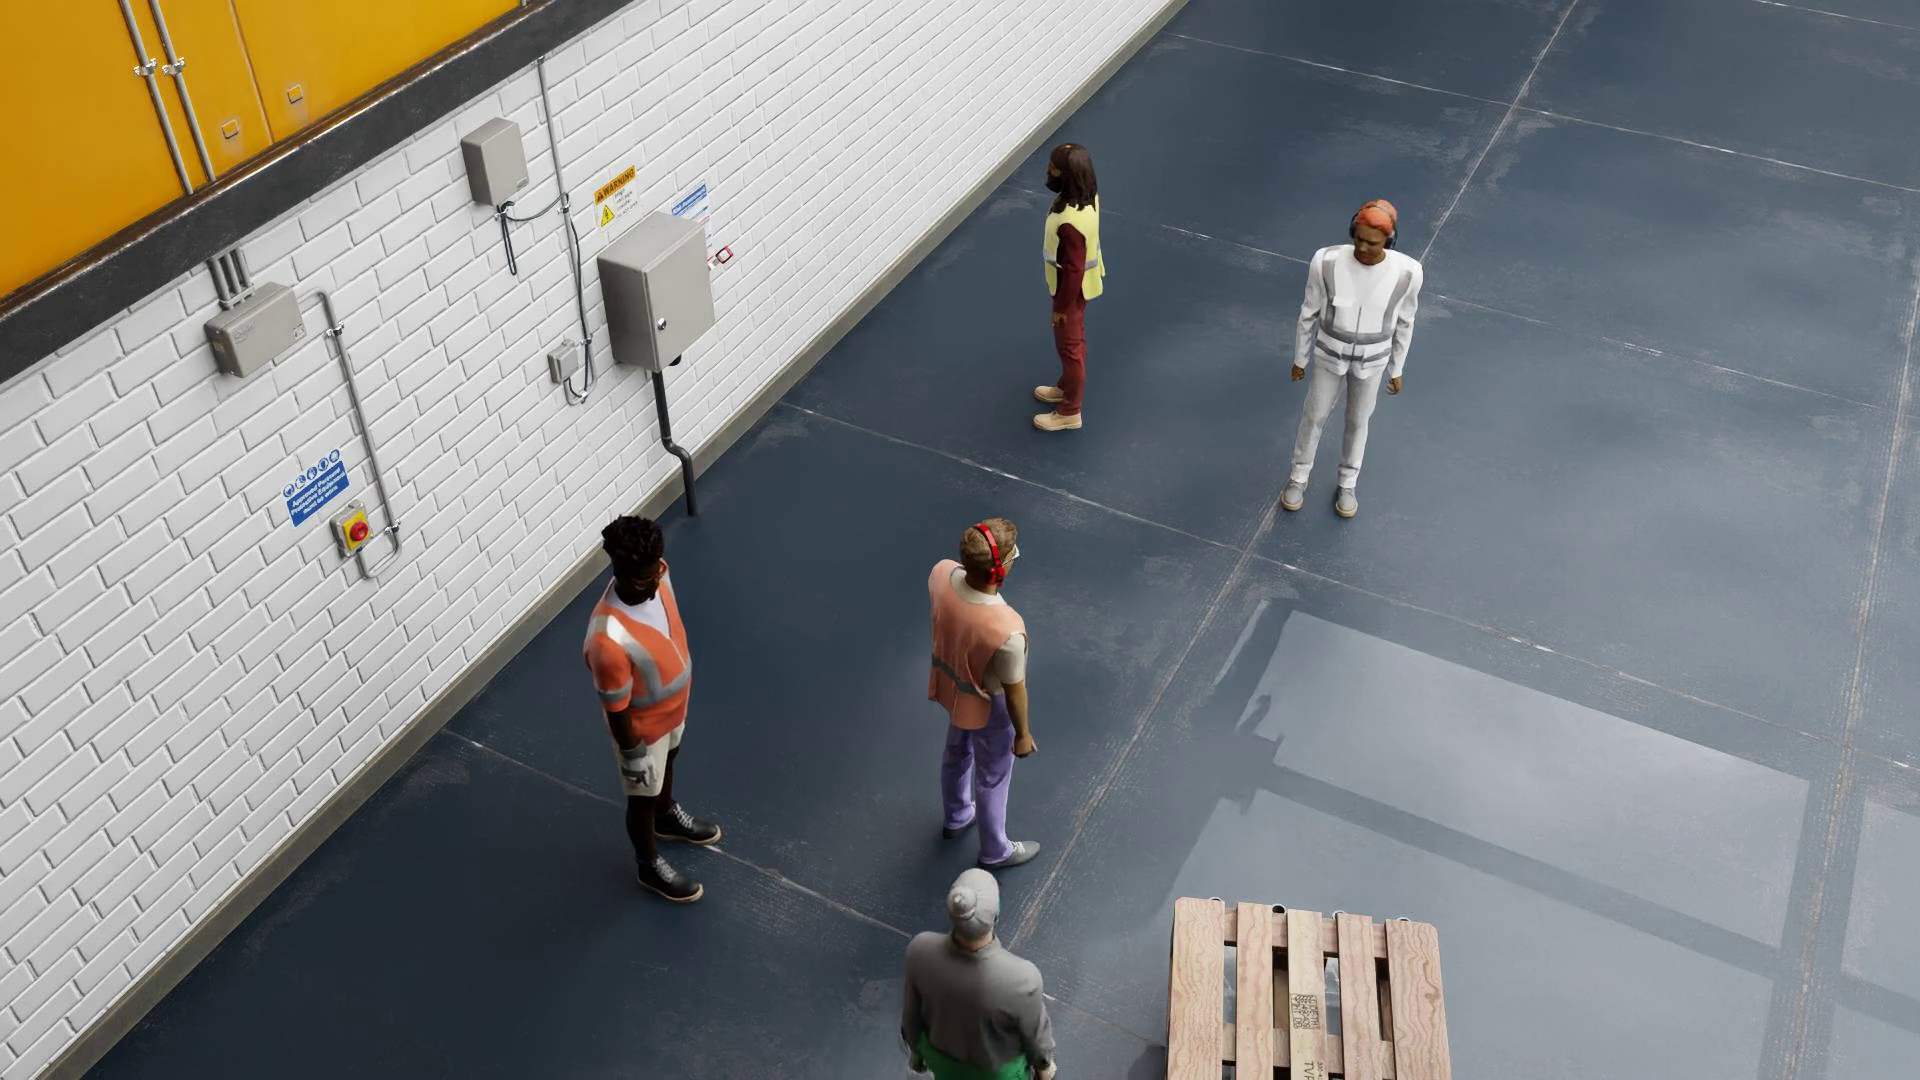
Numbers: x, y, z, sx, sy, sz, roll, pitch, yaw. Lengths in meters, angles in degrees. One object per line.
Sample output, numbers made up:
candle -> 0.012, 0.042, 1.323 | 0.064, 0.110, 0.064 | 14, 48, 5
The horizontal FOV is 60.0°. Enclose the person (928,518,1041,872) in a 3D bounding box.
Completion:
person -> 0.082, 0.661, 6.864 | 0.390, 1.846, 0.565 | -26, 47, -27

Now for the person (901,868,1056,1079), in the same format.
person -> 0.040, 1.750, 5.628 | 0.515, 1.812, 0.770 | 19, 44, 20

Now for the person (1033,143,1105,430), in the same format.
person -> 0.617, -1.406, 9.321 | 0.376, 1.768, 0.466 | 4, 41, 5

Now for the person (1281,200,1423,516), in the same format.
person -> 2.033, -0.936, 8.687 | 0.580, 1.881, 0.338 | 8, 41, 9

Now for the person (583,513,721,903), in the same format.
person -> -1.255, 0.673, 6.761 | 0.368, 1.962, 0.607 | 8, 41, 9
